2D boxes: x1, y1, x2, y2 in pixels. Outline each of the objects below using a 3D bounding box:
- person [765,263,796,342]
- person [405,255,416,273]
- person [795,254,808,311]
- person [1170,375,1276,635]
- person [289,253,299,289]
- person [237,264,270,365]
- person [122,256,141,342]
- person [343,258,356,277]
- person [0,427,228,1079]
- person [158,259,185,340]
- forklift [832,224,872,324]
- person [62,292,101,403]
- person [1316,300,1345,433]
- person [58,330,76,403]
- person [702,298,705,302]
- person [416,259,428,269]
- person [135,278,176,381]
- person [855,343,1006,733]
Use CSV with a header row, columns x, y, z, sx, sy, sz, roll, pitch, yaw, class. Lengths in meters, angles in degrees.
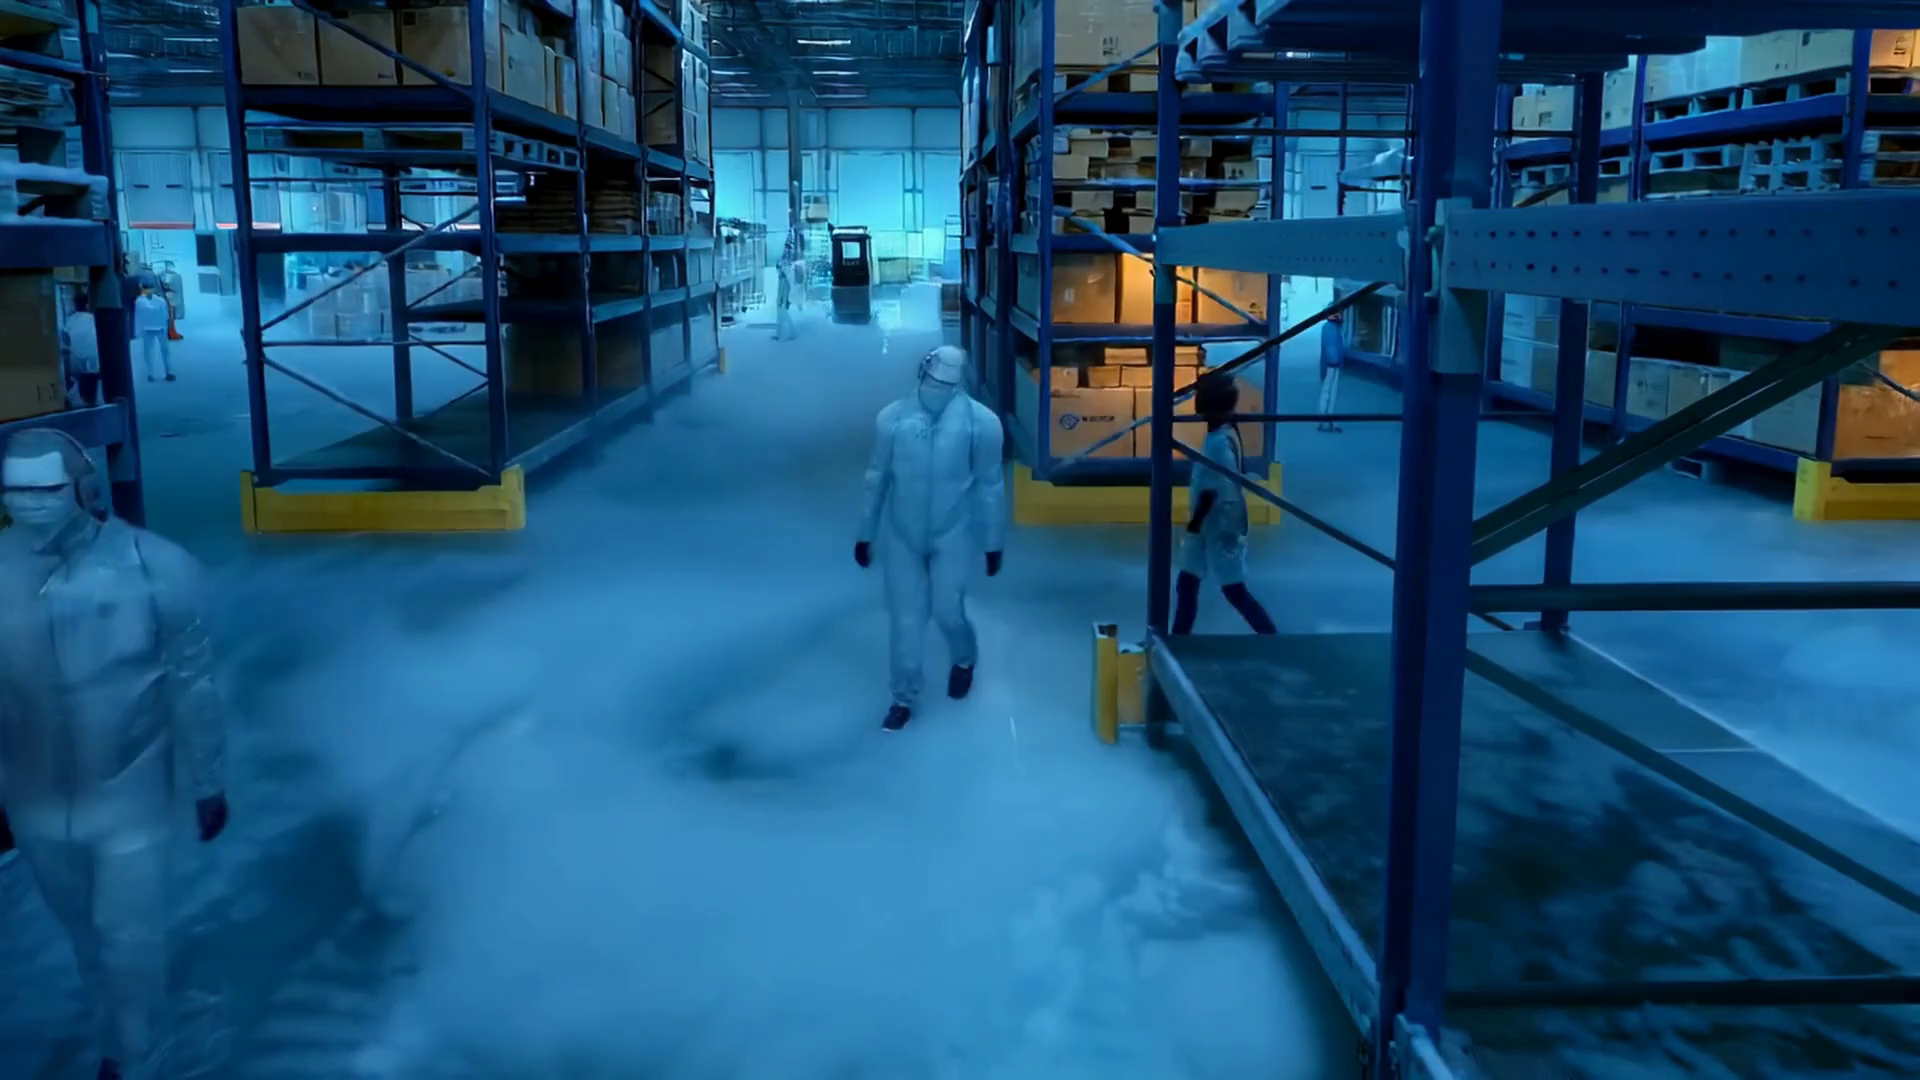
x,y,z,sx,sy,sz,roll,pitch,yaw,class
-4.255,-5.561,38.986,0.882,1.833,0.565,-4,11,-19,person
-20.651,-9.798,62.642,0.431,1.835,0.624,-7,12,-35,person
-5.355,-8.689,56.209,0.427,1.909,0.623,0,10,1,person
1.398,-0.059,8.864,0.850,1.656,0.538,1,10,7,person
-25.467,-10.036,63.623,0.389,1.949,0.603,-3,11,-16,person
-13.482,-4.294,31.617,0.454,1.953,0.639,-2,10,-9,person
-19.474,-5.641,38.887,0.663,2.000,0.691,3,11,18,person
-18.249,-7.518,49.864,0.503,1.861,0.328,5,11,26,person
-2.273,0.662,4.215,0.676,1.875,0.826,0,10,-3,person
-18.893,-5.763,39.853,0.354,1.939,0.544,3,11,16,person
-3.083,-7.593,47.420,1.129,2.768,1.873,0,10,-2,forklift
-11.896,-2.534,22.603,0.532,1.675,0.763,-2,10,-13,person
4.584,-2.135,20.515,0.276,1.626,0.499,7,12,33,person
-10.079,-1.758,18.279,0.556,1.659,0.818,-2,10,-9,person
-8.825,-8.459,55.315,0.969,1.785,0.546,-1,10,-6,person
-19.862,-9.551,61.570,0.478,1.710,0.762,1,10,8,person
-13.519,-3.519,27.908,0.770,1.734,0.546,9,14,42,person
-0.129,-0.022,8.063,0.736,1.876,0.578,4,11,20,person
